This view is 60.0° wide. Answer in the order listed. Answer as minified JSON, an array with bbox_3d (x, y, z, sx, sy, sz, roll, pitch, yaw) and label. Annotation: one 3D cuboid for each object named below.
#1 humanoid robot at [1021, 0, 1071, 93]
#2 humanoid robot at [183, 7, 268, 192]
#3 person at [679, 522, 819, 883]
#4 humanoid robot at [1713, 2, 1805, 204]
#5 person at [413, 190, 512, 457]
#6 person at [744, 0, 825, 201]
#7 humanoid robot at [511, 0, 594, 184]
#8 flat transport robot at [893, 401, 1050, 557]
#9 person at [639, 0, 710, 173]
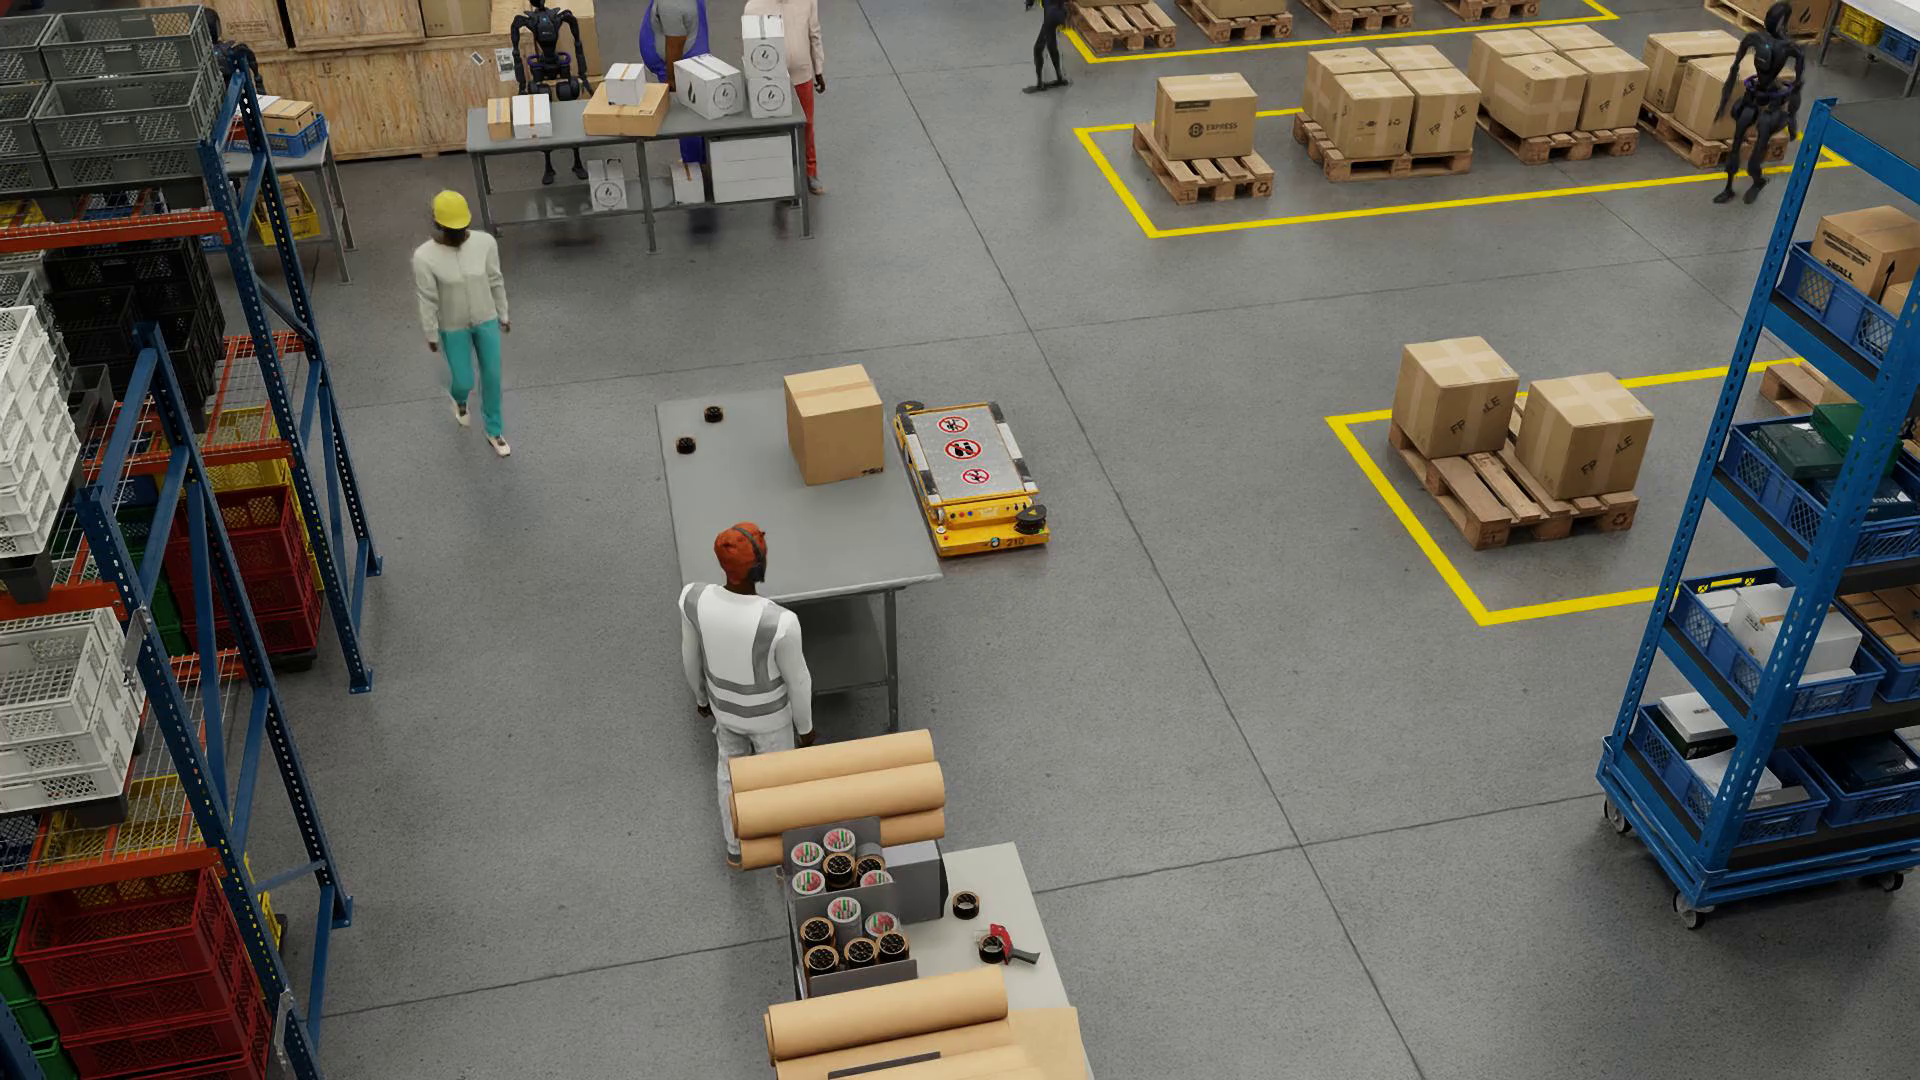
[{"bbox_3d":[0.762,-4.820,14.858,0.584,1.636,0.614,-6,37,-7],"label":"humanoid robot"},{"bbox_3d":[-5.552,-3.241,12.720,0.602,1.654,0.324,-13,39,-17],"label":"humanoid robot"},{"bbox_3d":[-0.899,0.728,7.221,0.583,1.882,0.337,14,39,18],"label":"person"},{"bbox_3d":[6.212,-3.352,12.878,0.393,1.633,0.654,-26,44,-31],"label":"humanoid robot"},{"bbox_3d":[-3.002,-1.344,10.112,0.535,1.745,0.484,-22,42,-26],"label":"person"},{"bbox_3d":[-1.353,-3.627,12.996,0.616,1.990,0.394,-16,39,-20],"label":"person"},{"bbox_3d":[-3.252,-3.672,13.298,0.616,1.656,0.308,-12,38,-16],"label":"humanoid robot"},{"bbox_3d":[0.046,-0.430,10.108,0.652,0.197,1.431,-8,37,-10],"label":"flat transport robot"},{"bbox_3d":[-2.254,-3.790,13.164,0.538,2.000,0.681,5,37,7],"label":"person"}]
